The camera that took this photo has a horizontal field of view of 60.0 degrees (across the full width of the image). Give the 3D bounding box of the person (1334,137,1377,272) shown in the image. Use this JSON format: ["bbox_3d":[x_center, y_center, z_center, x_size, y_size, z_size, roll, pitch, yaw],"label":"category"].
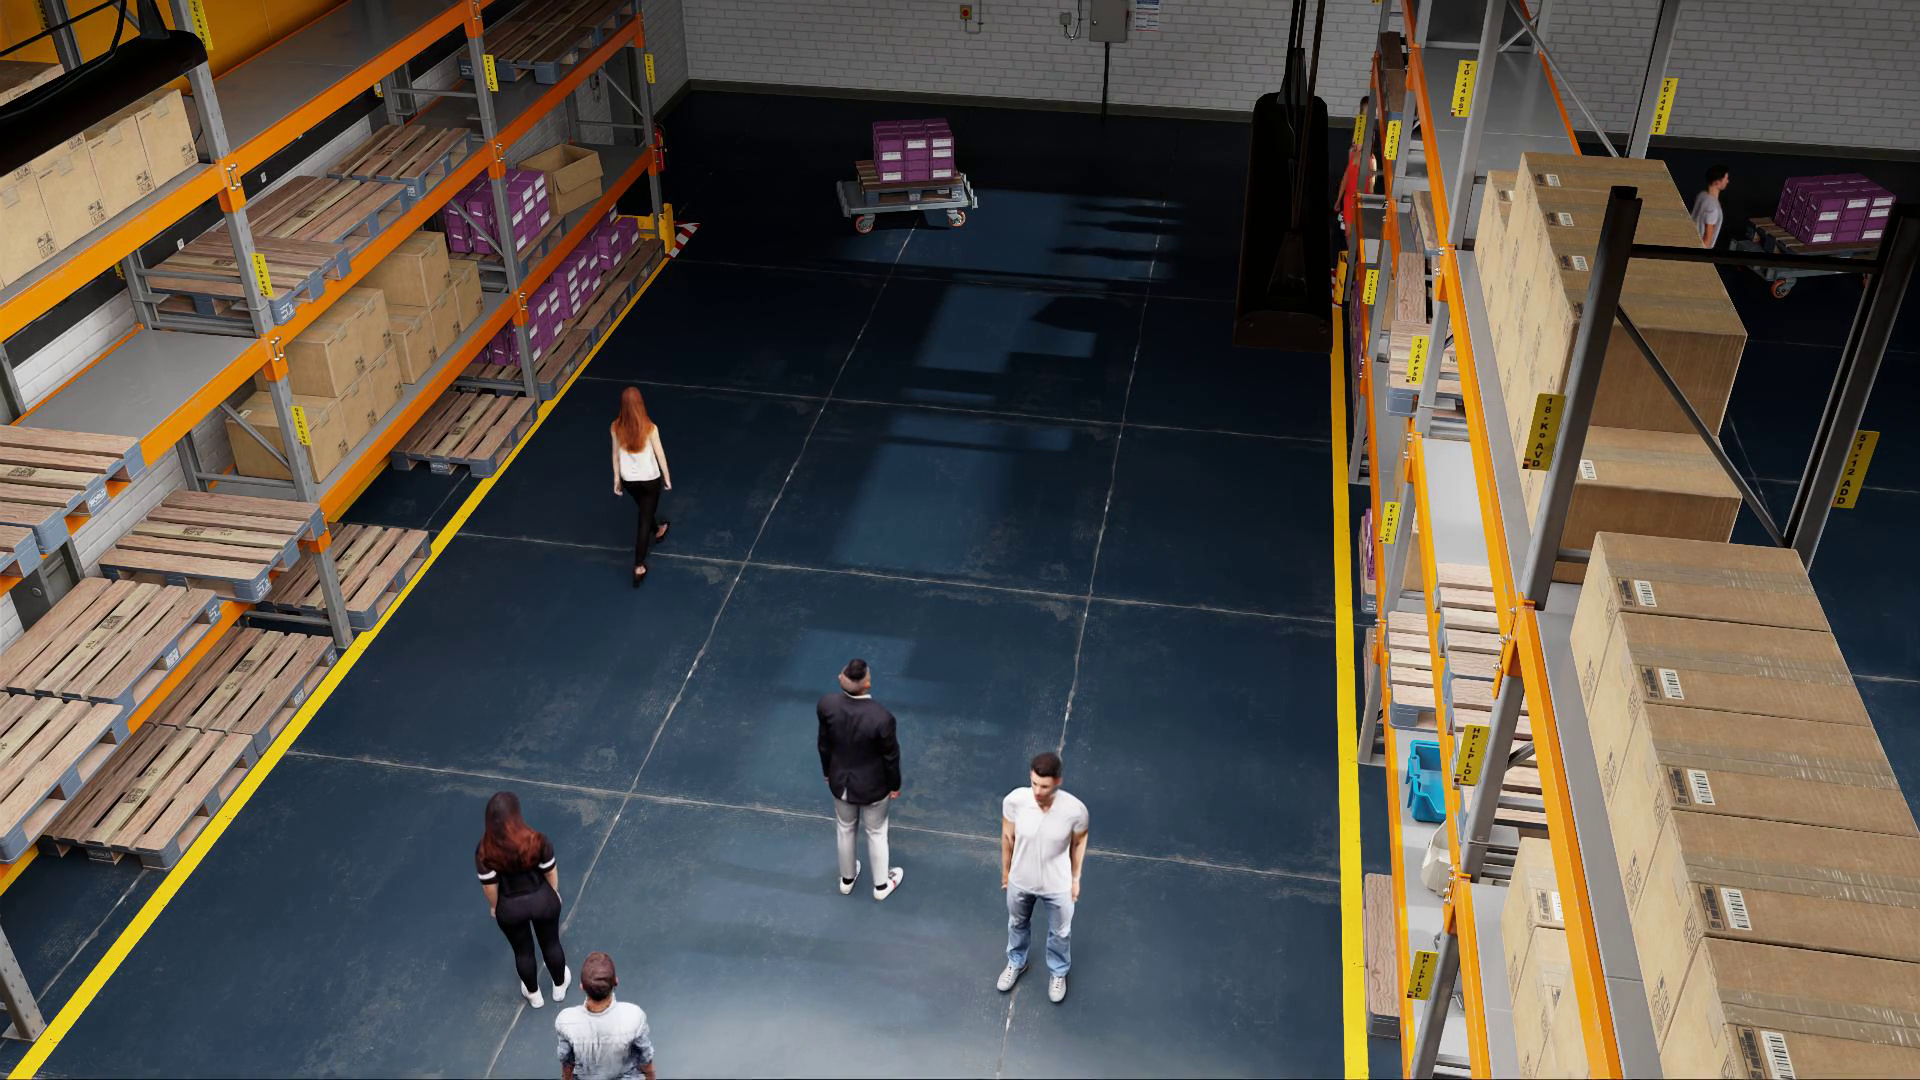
[{"bbox_3d":[4.600,-3.891,19.051,0.789,1.708,0.717,-16,37,-22],"label":"person"}]

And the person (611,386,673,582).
[{"bbox_3d":[-2.684,-0.444,13.895,0.630,1.676,1.112,7,34,10],"label":"person"}]

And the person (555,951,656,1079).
[{"bbox_3d":[-1.830,2.924,8.688,0.807,1.831,1.029,-3,34,-4],"label":"person"}]

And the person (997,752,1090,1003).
[{"bbox_3d":[0.497,2.012,10.031,0.694,1.862,0.578,9,35,13],"label":"person"}]

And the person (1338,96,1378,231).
[{"bbox_3d":[4.818,-4.590,20.176,0.639,1.627,0.477,2,34,3],"label":"person"}]

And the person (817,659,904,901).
[{"bbox_3d":[-0.649,1.520,10.694,0.741,1.948,0.662,11,35,16],"label":"person"}]

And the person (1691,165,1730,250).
[{"bbox_3d":[7.860,-3.110,17.745,0.741,1.853,0.509,3,34,5],"label":"person"}]

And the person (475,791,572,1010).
[{"bbox_3d":[-2.613,2.170,9.996,0.704,1.639,0.728,-10,35,-14],"label":"person"}]
